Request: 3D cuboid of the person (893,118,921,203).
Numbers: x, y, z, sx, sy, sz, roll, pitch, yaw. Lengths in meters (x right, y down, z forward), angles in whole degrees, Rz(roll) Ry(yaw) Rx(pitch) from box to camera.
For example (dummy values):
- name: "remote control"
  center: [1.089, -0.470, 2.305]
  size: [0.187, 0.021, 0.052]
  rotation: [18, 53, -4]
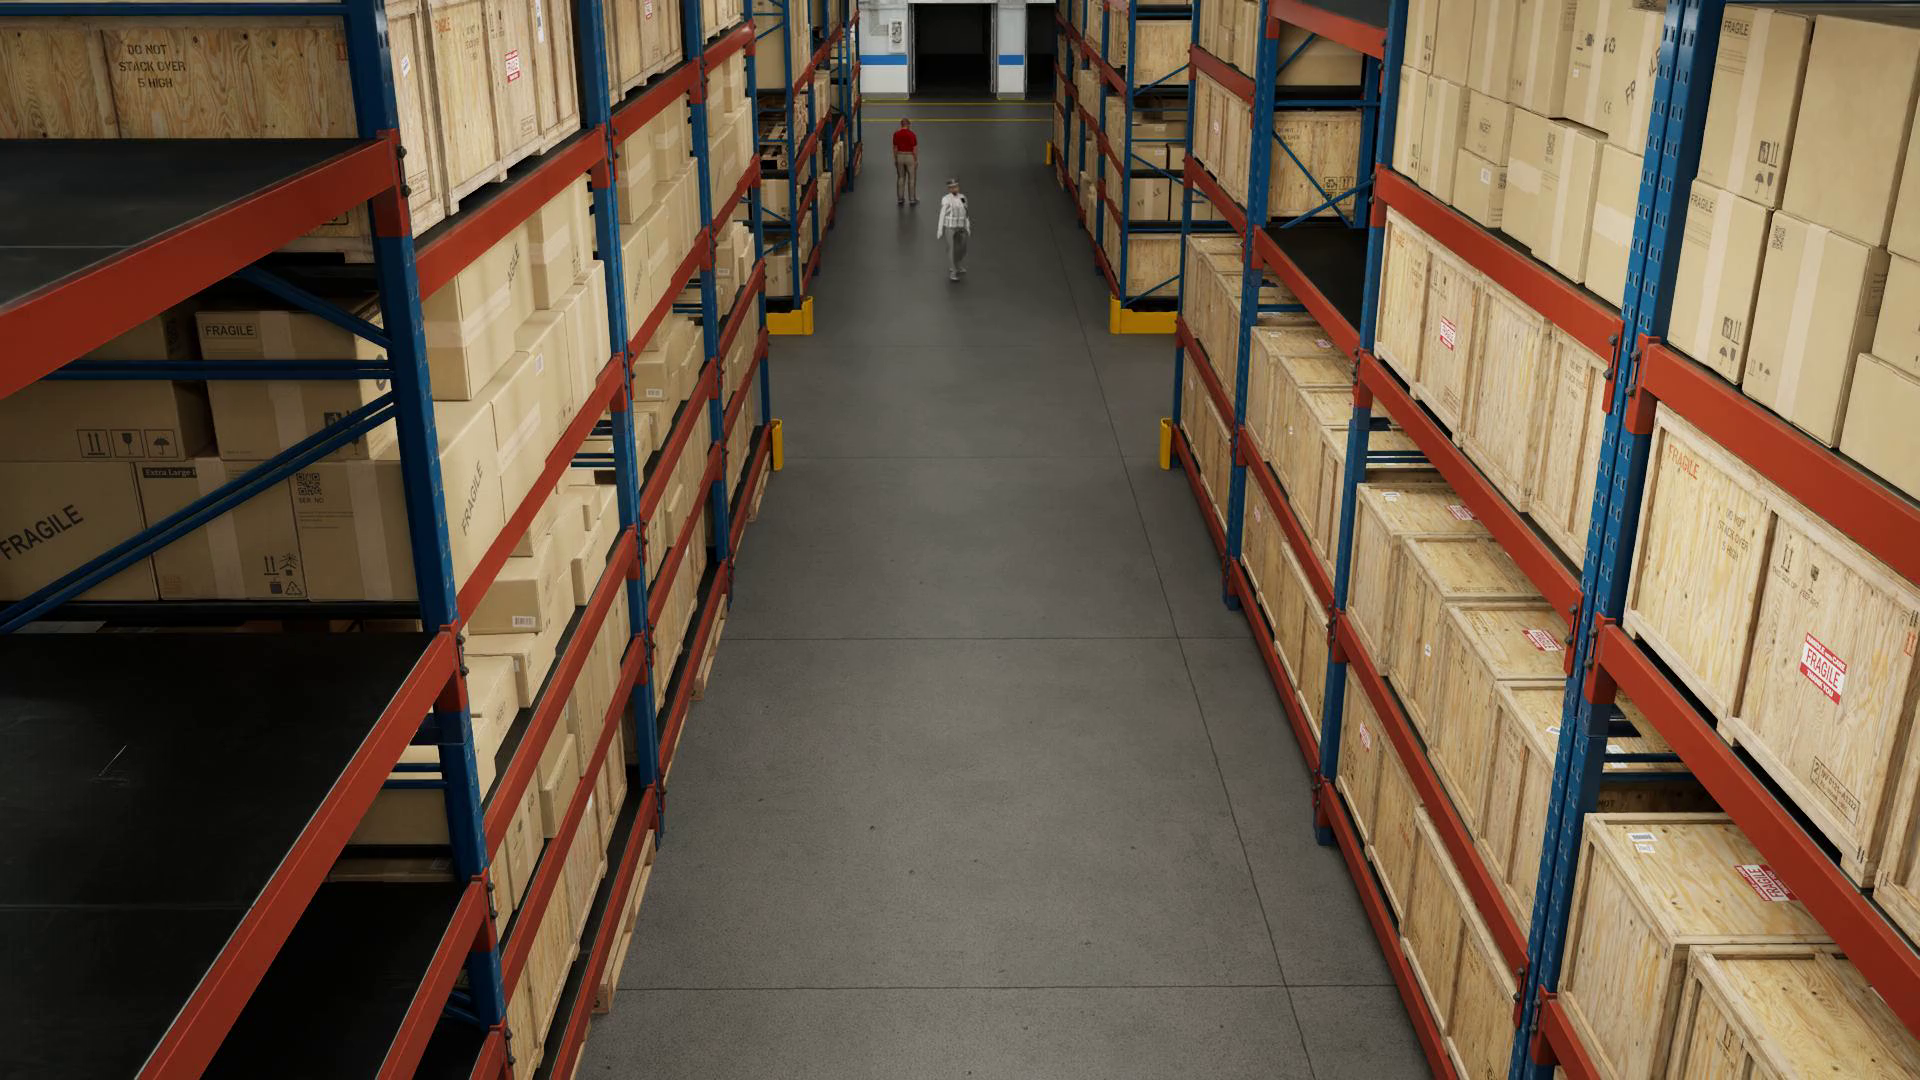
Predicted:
- name: "person"
  center: [-1.108, -7.899, 34.597]
  size: [0.529, 1.730, 0.371]
  rotation: [8, 23, 20]

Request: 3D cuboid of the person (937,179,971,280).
- name: "person"
  center: [-0.113, -5.254, 27.954]
  size: [0.652, 1.666, 0.590]
  rotation: [-10, 24, -24]
